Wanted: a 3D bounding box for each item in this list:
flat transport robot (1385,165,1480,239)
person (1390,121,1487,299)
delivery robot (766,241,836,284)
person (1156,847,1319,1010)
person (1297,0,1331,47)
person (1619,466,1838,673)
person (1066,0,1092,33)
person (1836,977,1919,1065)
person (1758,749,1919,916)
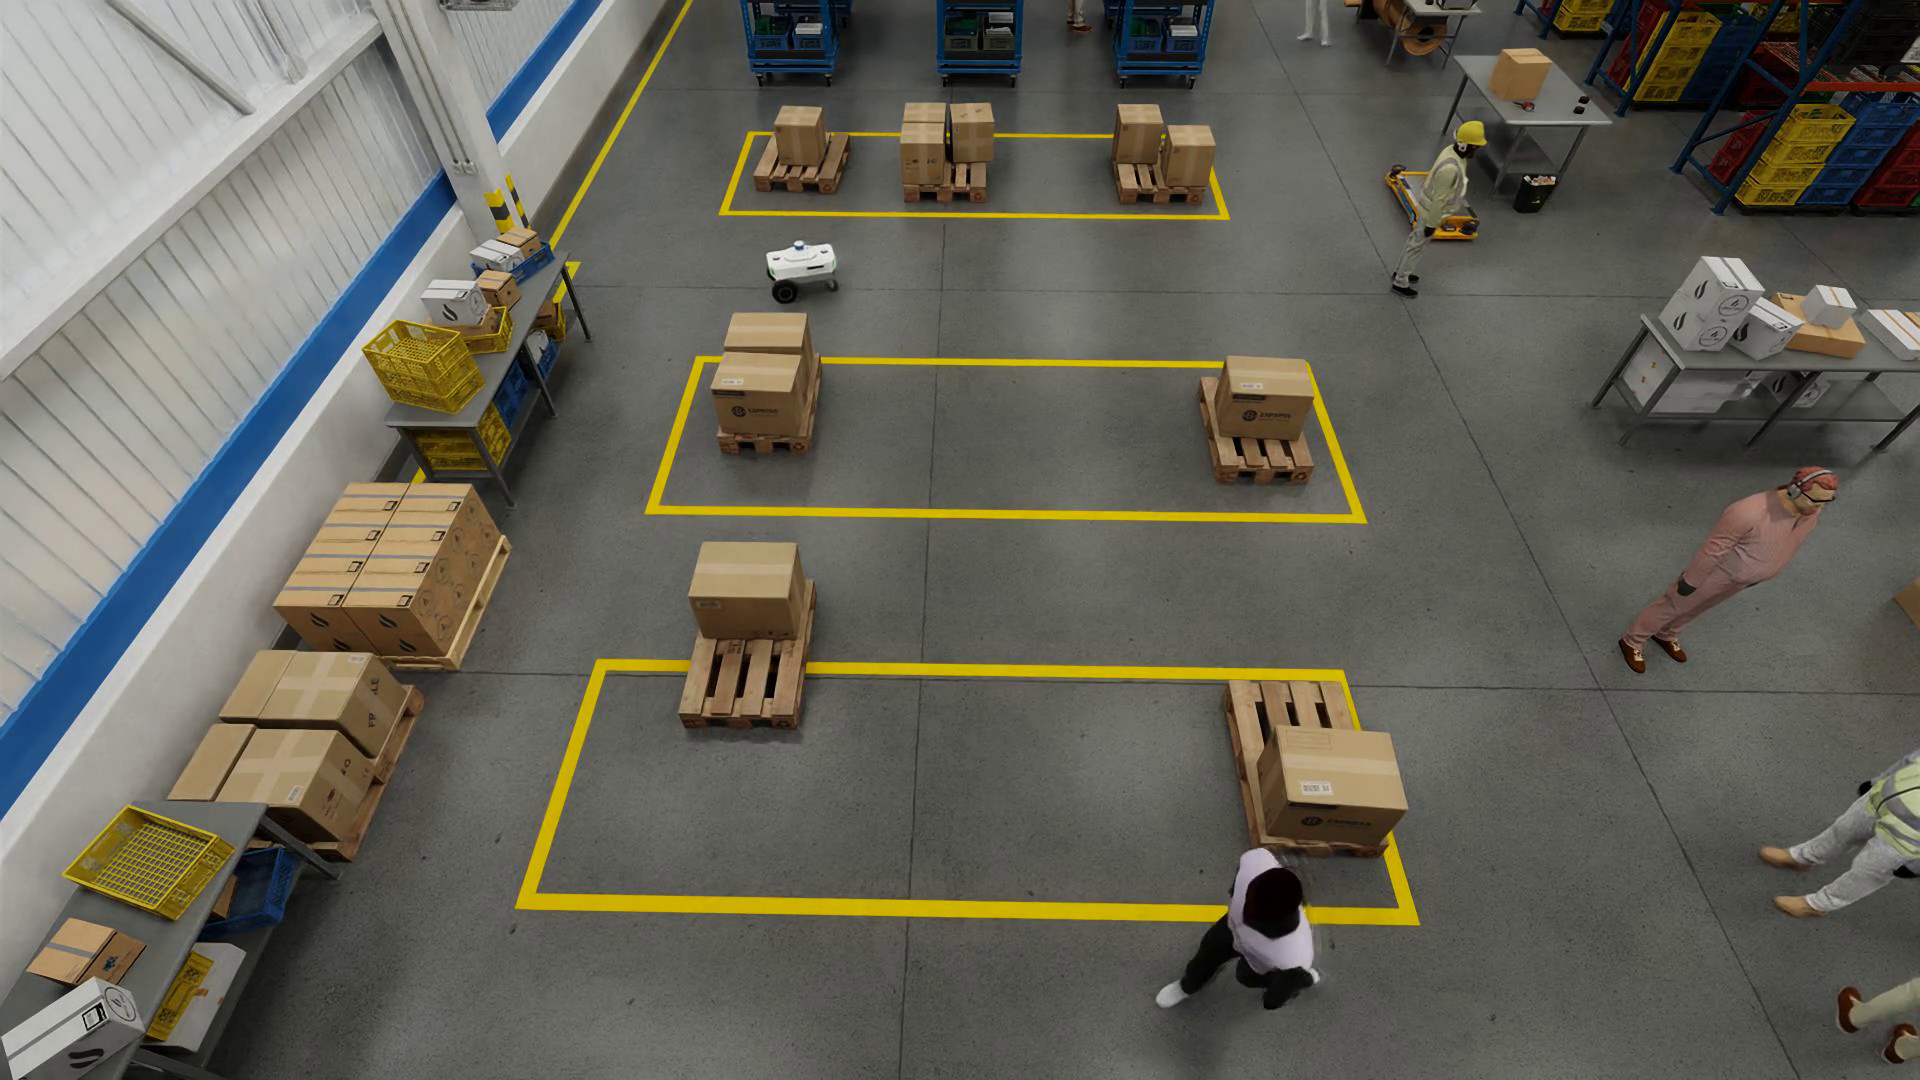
[{"bbox_3d":[5.692,-4.094,11.059,0.652,0.197,1.431,1,49,1],"label":"flat transport robot"},{"bbox_3d":[4.903,-3.397,9.430,0.403,1.831,0.595,18,52,15],"label":"person"},{"bbox_3d":[-1.698,-2.972,9.841,0.707,0.478,0.477,-12,50,-10],"label":"delivery robot"},{"bbox_3d":[1.587,2.039,4.701,0.823,1.881,0.624,-12,50,-10],"label":"person"},{"bbox_3d":[5.496,-8.434,13.935,0.345,1.607,0.639,-30,56,-24],"label":"person"},{"bbox_3d":[5.235,0.221,6.249,0.643,1.909,0.410,-11,50,-9],"label":"person"},{"bbox_3d":[1.901,-8.956,14.135,0.375,1.996,0.611,-11,50,-9],"label":"person"},{"bbox_3d":[5.224,2.202,4.571,0.344,1.855,0.531,-34,57,-26],"label":"person"},{"bbox_3d":[5.268,1.577,5.125,0.428,1.835,0.627,10,50,9],"label":"person"}]
